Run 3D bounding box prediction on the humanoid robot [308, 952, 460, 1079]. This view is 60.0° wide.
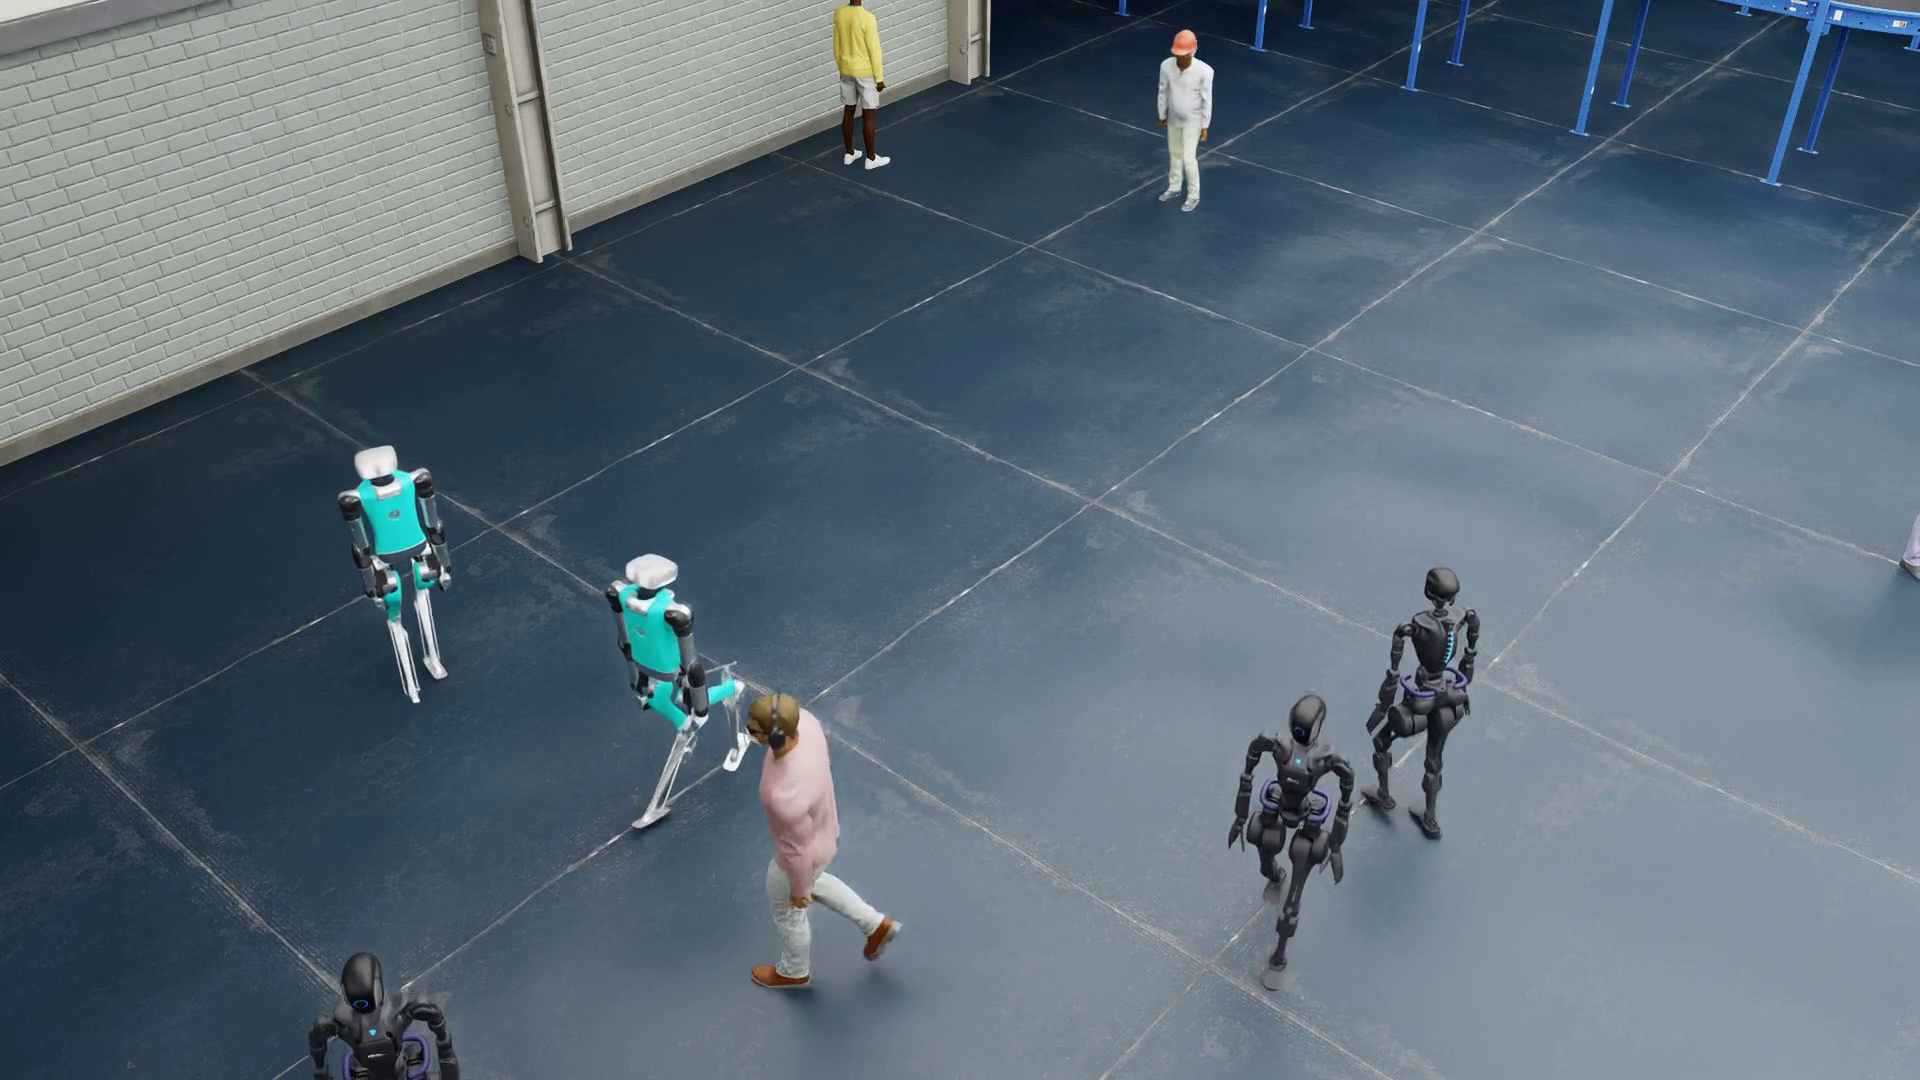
[{"bbox_3d":[-2.371,2.286,6.956,0.590,1.642,0.405,-11,37,-15],"label":"humanoid robot"}]

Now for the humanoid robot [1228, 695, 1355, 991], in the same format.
[{"bbox_3d":[1.651,1.401,8.252,0.603,1.638,0.767,14,38,19],"label":"humanoid robot"}]

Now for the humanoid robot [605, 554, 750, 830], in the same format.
[{"bbox_3d":[-1.477,0.731,9.140,0.548,1.775,1.063,19,40,25],"label":"humanoid robot"}]

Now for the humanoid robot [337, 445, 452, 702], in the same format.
[{"bbox_3d":[-3.354,0.132,9.938,0.542,1.791,0.707,-19,40,-24],"label":"humanoid robot"}]

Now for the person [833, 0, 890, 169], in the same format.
[{"bbox_3d":[-0.996,-4.622,16.474,0.543,1.899,0.377,21,40,26],"label":"person"}]

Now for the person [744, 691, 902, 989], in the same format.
[{"bbox_3d":[-0.692,1.454,7.921,0.672,1.920,0.643,3,36,4],"label":"person"}]

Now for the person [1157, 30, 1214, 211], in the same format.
[{"bbox_3d":[2.099,-3.976,15.715,0.574,1.729,0.454,23,41,28],"label":"person"}]

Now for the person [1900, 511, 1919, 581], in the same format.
[{"bbox_3d":[6.595,-0.577,10.838,0.562,1.846,0.391,-22,41,-27],"label":"person"}]

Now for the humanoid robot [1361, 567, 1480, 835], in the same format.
[{"bbox_3d":[2.512,0.864,8.961,0.609,1.644,0.516,-12,37,-16],"label":"humanoid robot"}]
